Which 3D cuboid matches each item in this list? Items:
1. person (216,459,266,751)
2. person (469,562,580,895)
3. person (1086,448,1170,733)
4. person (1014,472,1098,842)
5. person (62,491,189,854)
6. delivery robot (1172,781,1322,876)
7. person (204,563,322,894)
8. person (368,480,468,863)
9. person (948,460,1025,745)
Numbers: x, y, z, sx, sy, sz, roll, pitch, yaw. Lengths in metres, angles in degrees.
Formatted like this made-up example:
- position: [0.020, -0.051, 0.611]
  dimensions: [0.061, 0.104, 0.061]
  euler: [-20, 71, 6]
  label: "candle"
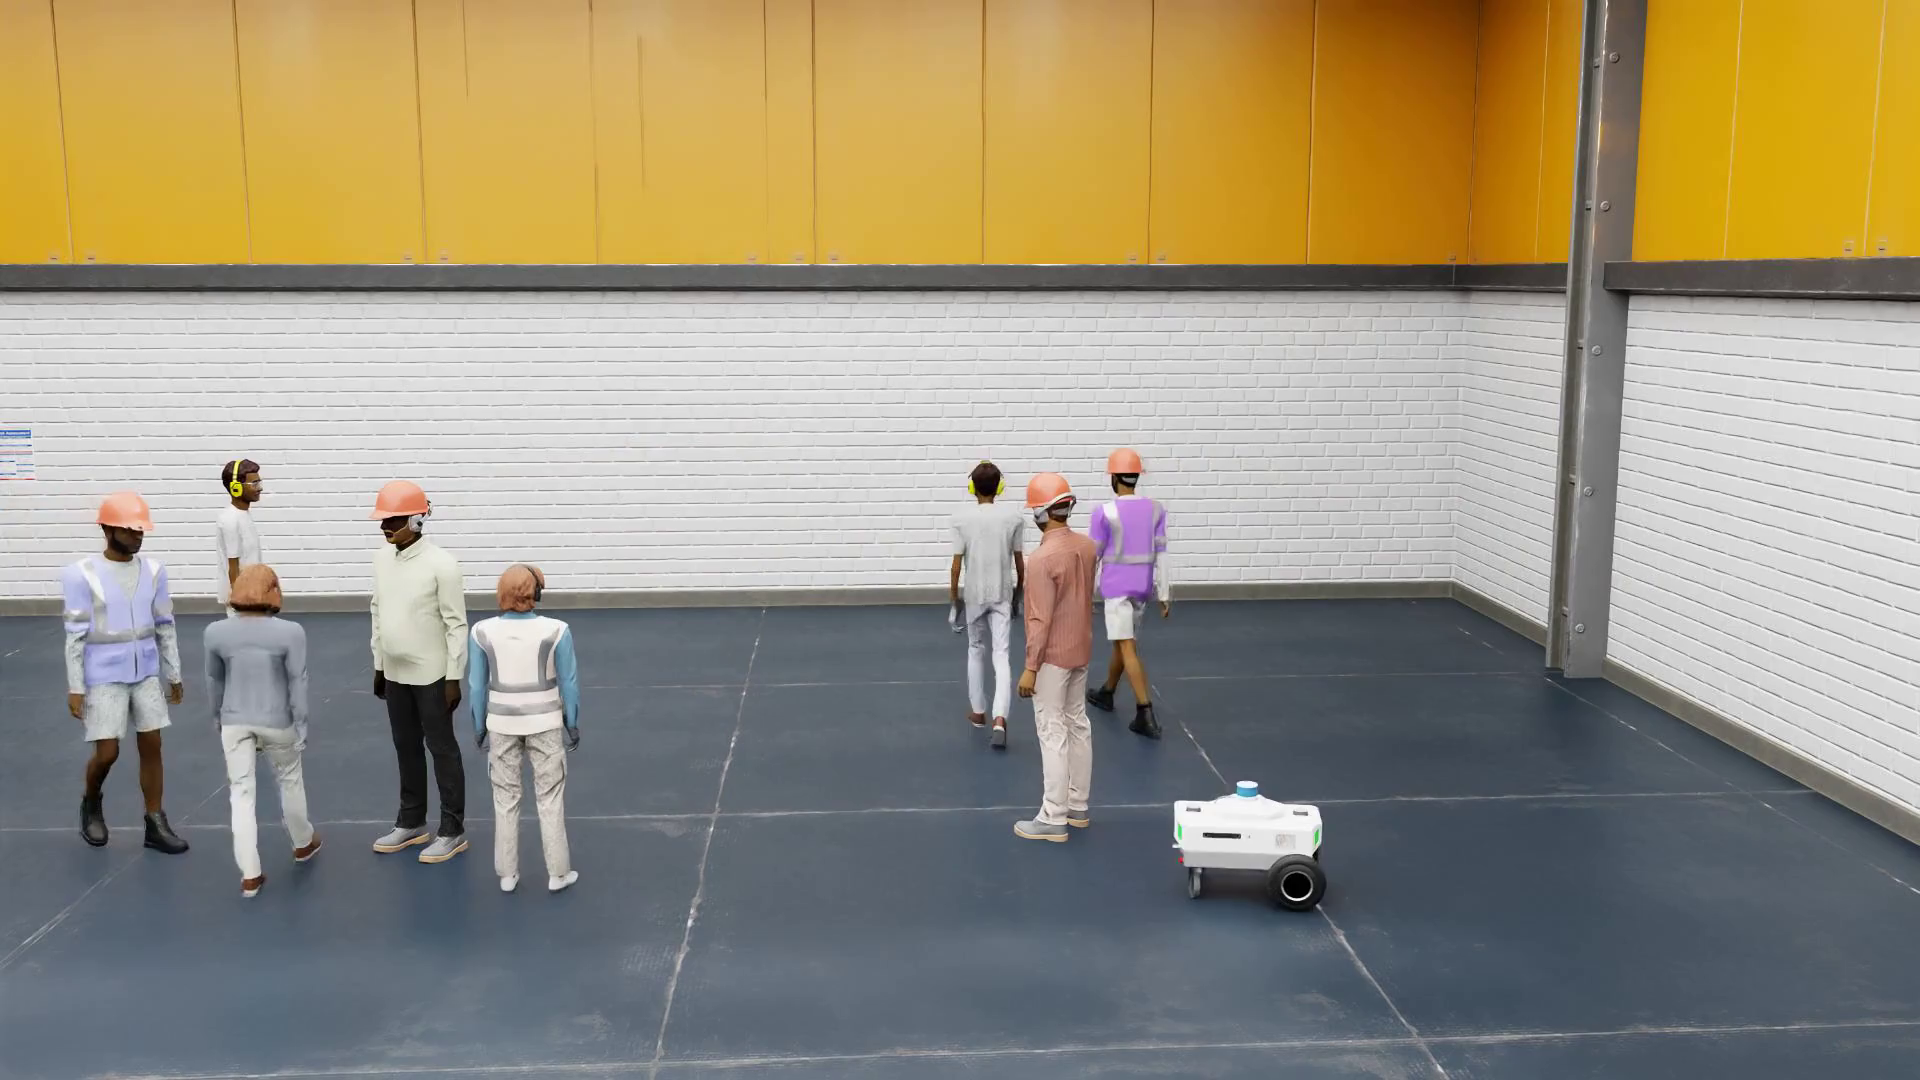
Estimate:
- position: [-4.580, 0.411, 10.675]
  dimensions: [0.323, 1.870, 0.518]
  euler: [-3, 9, -16]
  label: "person"
- position: [-2.126, 0.927, 8.153]
  dimensions: [0.523, 1.638, 0.310]
  euler: [0, 9, -2]
  label: "person"
- position: [1.119, 0.326, 11.217]
  dimensions: [0.553, 1.885, 1.017]
  euler: [-5, 10, -27]
  label: "person"
- position: [0.507, 0.624, 8.966]
  dimensions: [0.391, 1.987, 0.608]
  euler: [6, 11, 33]
  label: "person"
- position: [-4.366, 0.699, 8.678]
  dimensions: [0.554, 1.924, 0.603]
  euler: [6, 11, 33]
  label: "person"
- position: [1.397, 1.424, 8.132]
  dimensions: [0.707, 0.478, 0.477]
  euler: [1, 9, 7]
  label: "delivery robot"
- position: [-3.500, 0.909, 8.360]
  dimensions: [0.517, 1.598, 0.766]
  euler: [-1, 9, -8]
  label: "person"
- position: [-2.826, 0.676, 8.615]
  dimensions: [0.621, 1.992, 0.397]
  euler: [5, 10, 29]
  label: "person"
- position: [0.184, 0.400, 10.882]
  dimensions: [0.507, 1.835, 0.904]
  euler: [0, 9, -2]
  label: "person"
